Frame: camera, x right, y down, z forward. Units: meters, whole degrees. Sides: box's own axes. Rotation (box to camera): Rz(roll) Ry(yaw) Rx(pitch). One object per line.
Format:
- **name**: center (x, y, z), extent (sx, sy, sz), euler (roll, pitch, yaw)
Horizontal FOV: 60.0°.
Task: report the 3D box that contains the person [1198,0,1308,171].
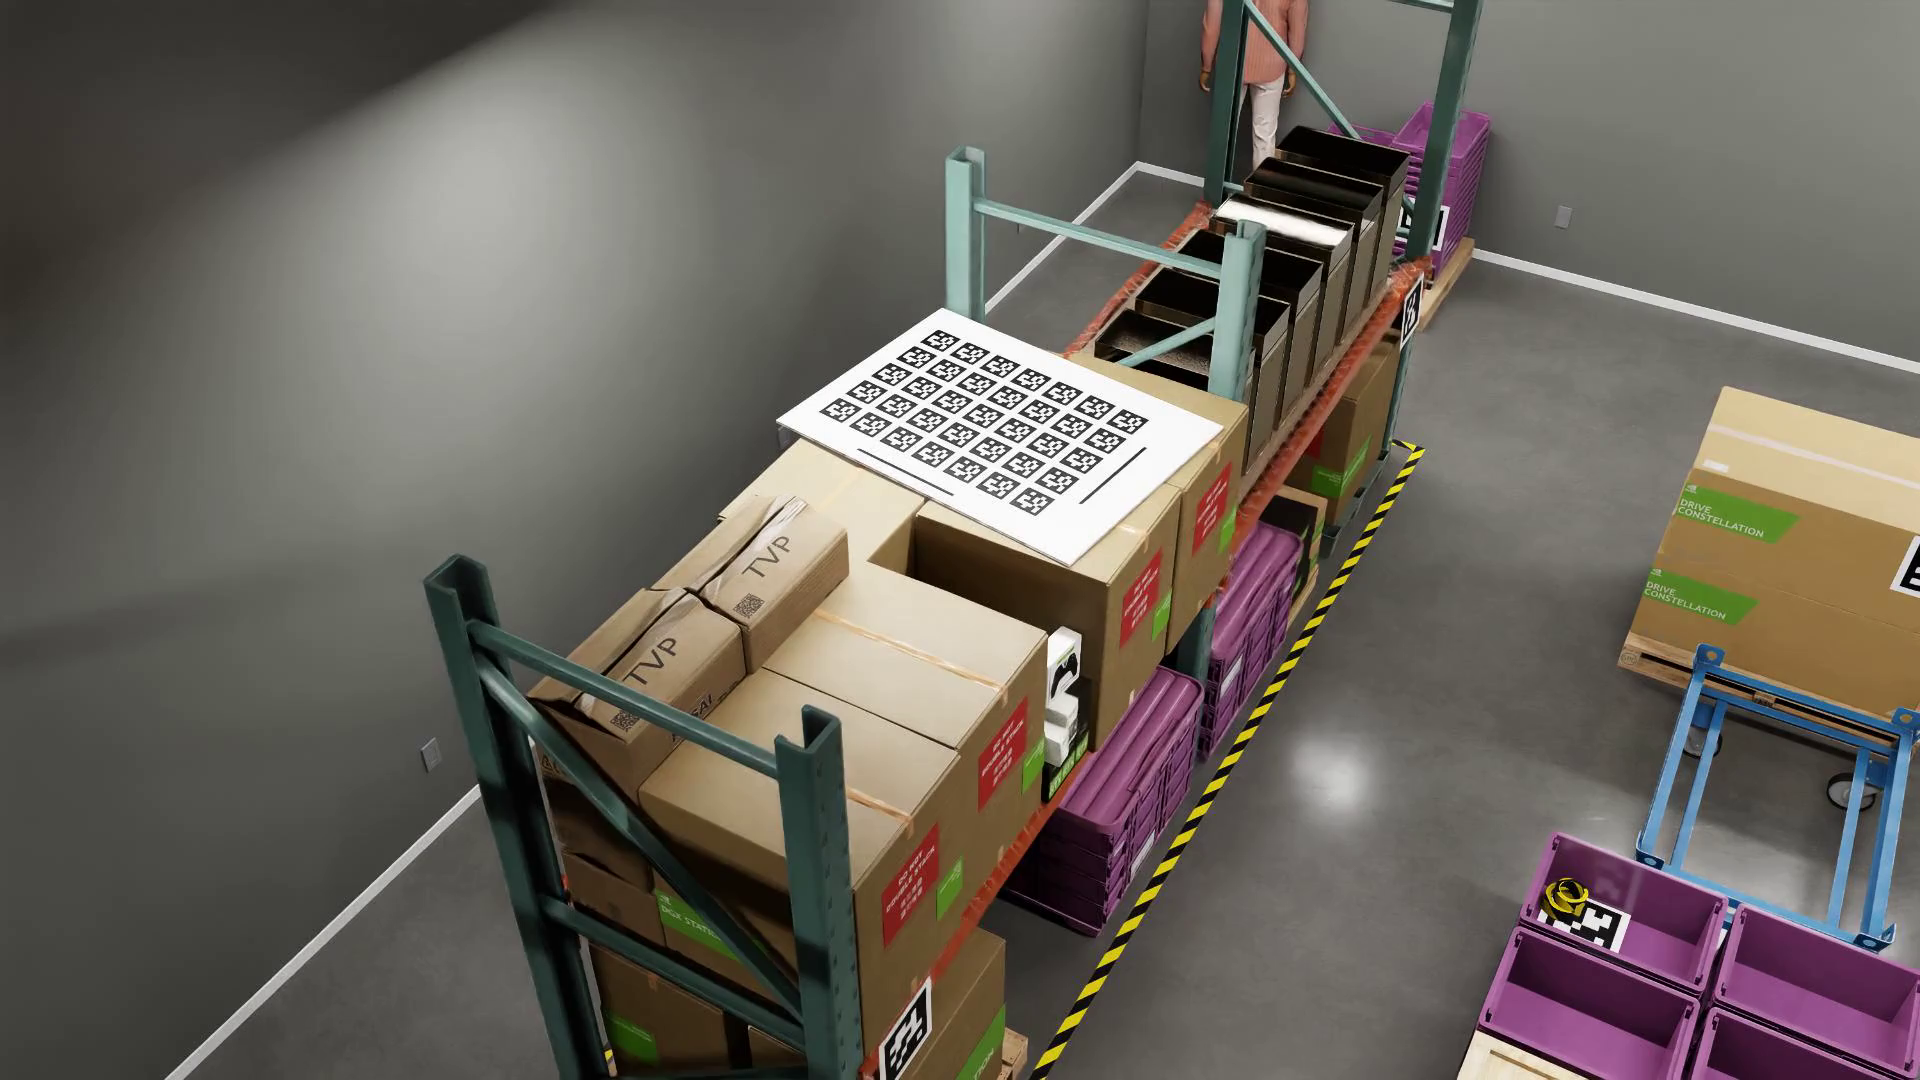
- **person**: center (1.730, -2.833, 9.929), extent (0.611, 1.996, 0.379), euler (4, 40, 5)
